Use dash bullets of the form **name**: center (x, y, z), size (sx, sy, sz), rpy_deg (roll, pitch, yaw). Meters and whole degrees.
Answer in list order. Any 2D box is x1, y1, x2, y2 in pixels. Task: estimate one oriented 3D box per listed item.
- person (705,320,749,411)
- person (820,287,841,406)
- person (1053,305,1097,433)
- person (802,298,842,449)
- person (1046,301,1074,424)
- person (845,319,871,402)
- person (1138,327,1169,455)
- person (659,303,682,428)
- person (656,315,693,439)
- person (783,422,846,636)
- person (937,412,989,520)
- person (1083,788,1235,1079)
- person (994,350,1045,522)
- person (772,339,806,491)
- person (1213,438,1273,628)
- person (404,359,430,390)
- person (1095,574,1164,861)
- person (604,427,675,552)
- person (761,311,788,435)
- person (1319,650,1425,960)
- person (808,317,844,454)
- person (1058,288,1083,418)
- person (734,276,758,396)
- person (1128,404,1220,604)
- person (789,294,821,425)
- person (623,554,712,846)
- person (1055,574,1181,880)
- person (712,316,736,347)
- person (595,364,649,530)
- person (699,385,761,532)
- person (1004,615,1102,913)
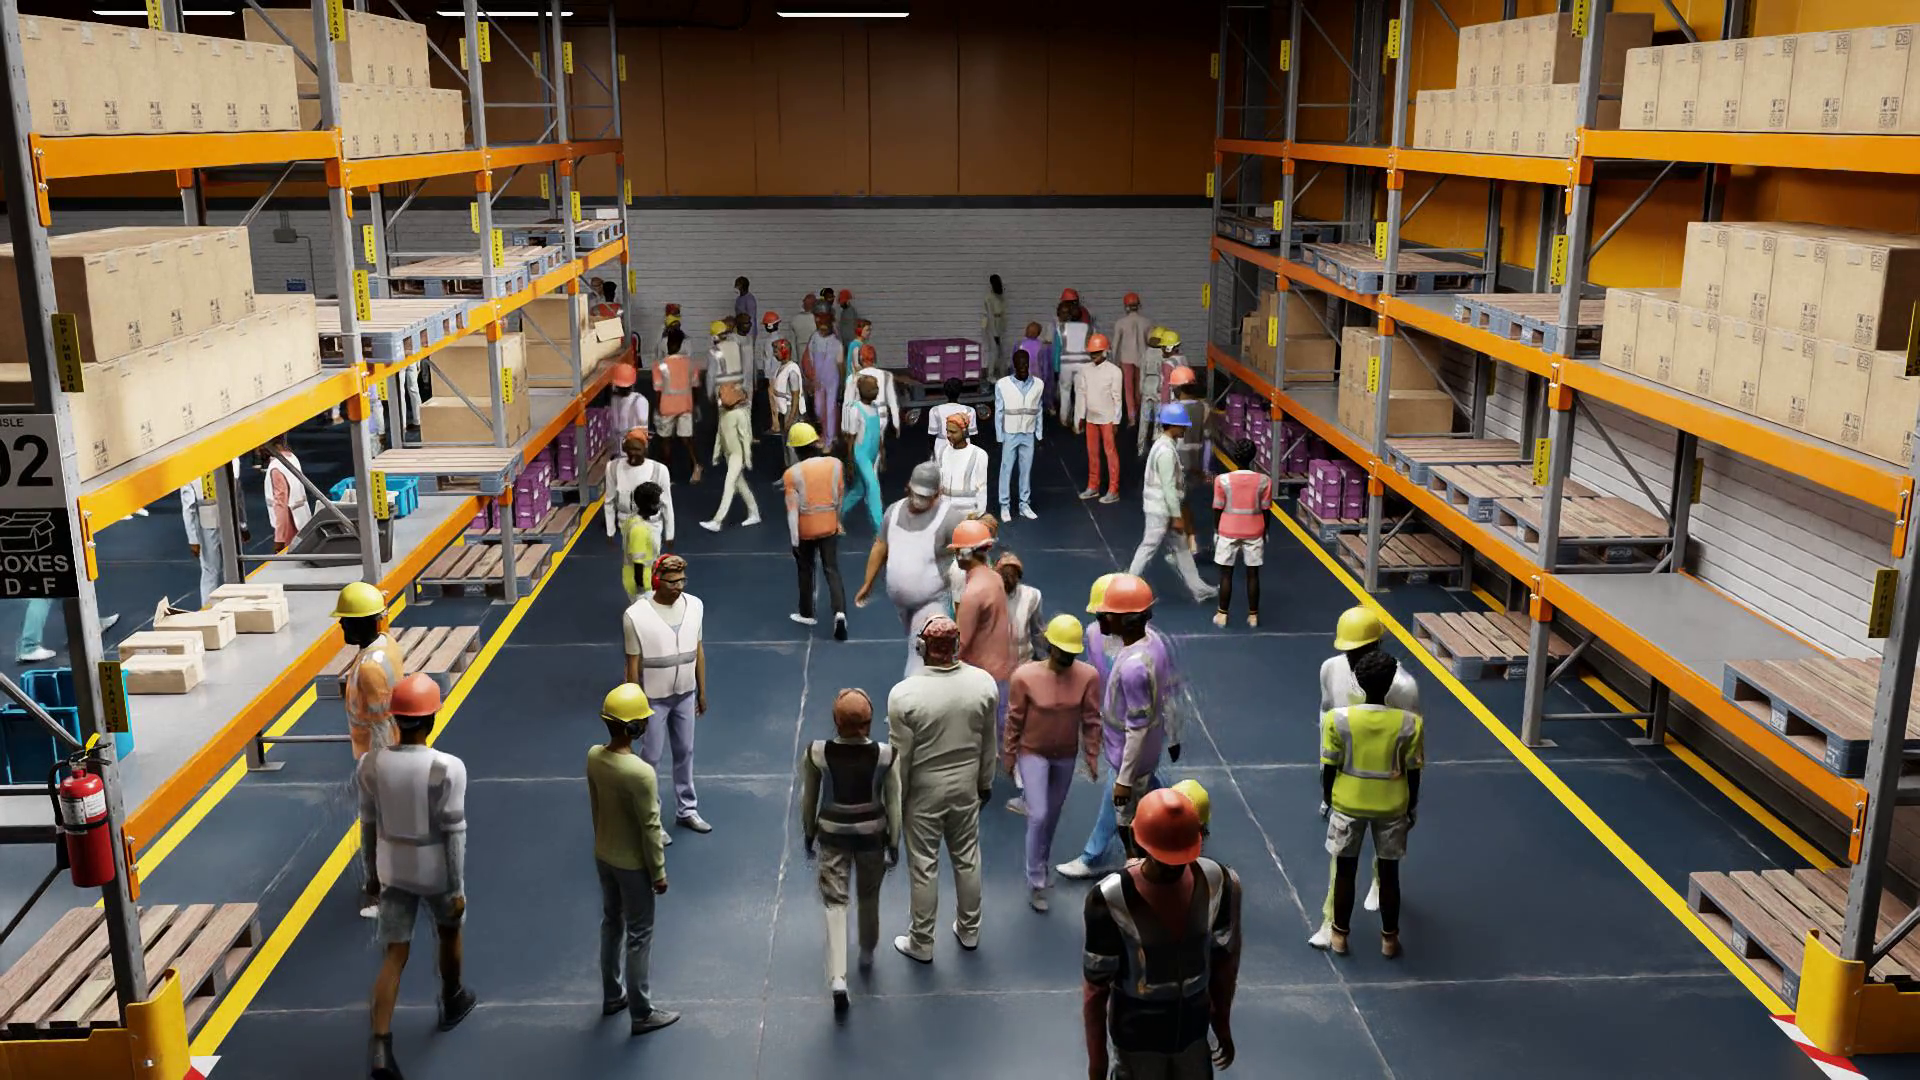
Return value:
- **person**: center (-3.145, -2.020, 22.117), size (0.595, 1.800, 0.606), rpy_deg (13, 19, 41)
- **person**: center (-2.053, -2.973, 25.731), size (0.309, 1.868, 0.534), rpy_deg (8, 16, 29)
- **person**: center (1.637, -2.480, 23.943), size (0.627, 1.792, 0.936), rpy_deg (0, 14, 0)
- **person**: center (-1.881, -2.267, 22.619), size (0.536, 2.000, 0.688), rpy_deg (3, 15, 12)
- **person**: center (1.503, -2.663, 24.686), size (0.536, 1.801, 0.955), rpy_deg (-3, 15, -12)
- **person**: center (-1.333, -1.995, 21.944), size (0.374, 1.841, 0.573), rpy_deg (-1, 14, -4)
- **person**: center (2.604, -1.958, 22.026), size (0.490, 1.731, 0.324), rpy_deg (11, 18, 36)
- **person**: center (-4.134, -2.497, 23.946), size (0.450, 1.824, 0.577), rpy_deg (0, 14, -1)
- **person**: center (-3.991, -2.276, 23.273), size (0.527, 1.726, 0.756), rpy_deg (-3, 15, -10)
- **person**: center (-1.260, -0.100, 14.460), size (0.601, 1.879, 0.849), rpy_deg (-7, 16, -26)
- **person**: center (0.002, -0.211, 14.893), size (0.564, 1.873, 0.359), rpy_deg (11, 18, 38)
- **person**: center (0.771, 1.886, 6.355), size (0.611, 2.028, 0.409), rpy_deg (-5, 15, -20)
- **person**: center (0.657, -1.176, 18.577), size (0.587, 1.920, 0.393), rpy_deg (-5, 15, -21)
- **person**: center (-2.064, -1.515, 20.071), size (0.388, 1.836, 0.564), rpy_deg (-5, 15, -19)
- **person**: center (2.479, -0.057, 14.641), size (0.531, 1.691, 0.318), rpy_deg (1, 14, 2)
- **person**: center (-9.030, -3.409, 27.441), size (0.574, 1.876, 0.355), rpy_deg (-2, 14, -9)
- **person**: center (0.910, 1.176, 9.099), size (0.382, 2.040, 0.616), rpy_deg (3, 15, 12)
- **person**: center (-2.761, -0.099, 14.523), size (0.594, 1.852, 0.707), rpy_deg (3, 15, 13)
- **person**: center (-2.649, -2.370, 23.621), size (0.348, 1.743, 0.554), rpy_deg (5, 15, 19)
- **person**: center (2.181, 1.411, 8.861), size (0.539, 1.698, 0.318), rpy_deg (3, 15, 10)
- **person**: center (-1.783, -2.107, 22.440), size (0.517, 1.824, 0.657), rpy_deg (4, 15, 16)
- **person**: center (1.642, -2.804, 24.938), size (0.378, 1.933, 0.550), rpy_deg (5, 15, 17)
- **person**: center (-3.456, -3.293, 26.874), size (0.364, 1.932, 0.630), rpy_deg (-6, 16, -23)
- **person**: center (1.935, -0.292, 15.176), size (0.991, 1.892, 0.625), rpy_deg (2, 14, 8)
- **person**: center (-2.159, -2.648, 24.374), size (0.650, 1.911, 0.409), rpy_deg (6, 16, 23)
- **person**: center (-1.821, 0.969, 10.326), size (0.563, 1.836, 0.395), rpy_deg (-13, 19, -42)
- **person**: center (1.026, 1.076, 9.899), size (1.034, 1.853, 0.592), rpy_deg (-10, 17, -35)
- **person**: center (-3.425, -2.500, 24.456), size (0.509, 1.607, 0.833), rpy_deg (-9, 17, -32)
- **person**: center (-3.622, -0.968, 17.823), size (0.801, 1.897, 0.377), rpy_deg (12, 19, 39)
- **person**: center (-2.524, -0.891, 18.127), size (0.825, 1.584, 0.513), rpy_deg (-10, 17, -35)
- **person**: center (0.531, 1.239, 9.460), size (0.536, 1.731, 0.719), rpy_deg (-4, 15, -16)
